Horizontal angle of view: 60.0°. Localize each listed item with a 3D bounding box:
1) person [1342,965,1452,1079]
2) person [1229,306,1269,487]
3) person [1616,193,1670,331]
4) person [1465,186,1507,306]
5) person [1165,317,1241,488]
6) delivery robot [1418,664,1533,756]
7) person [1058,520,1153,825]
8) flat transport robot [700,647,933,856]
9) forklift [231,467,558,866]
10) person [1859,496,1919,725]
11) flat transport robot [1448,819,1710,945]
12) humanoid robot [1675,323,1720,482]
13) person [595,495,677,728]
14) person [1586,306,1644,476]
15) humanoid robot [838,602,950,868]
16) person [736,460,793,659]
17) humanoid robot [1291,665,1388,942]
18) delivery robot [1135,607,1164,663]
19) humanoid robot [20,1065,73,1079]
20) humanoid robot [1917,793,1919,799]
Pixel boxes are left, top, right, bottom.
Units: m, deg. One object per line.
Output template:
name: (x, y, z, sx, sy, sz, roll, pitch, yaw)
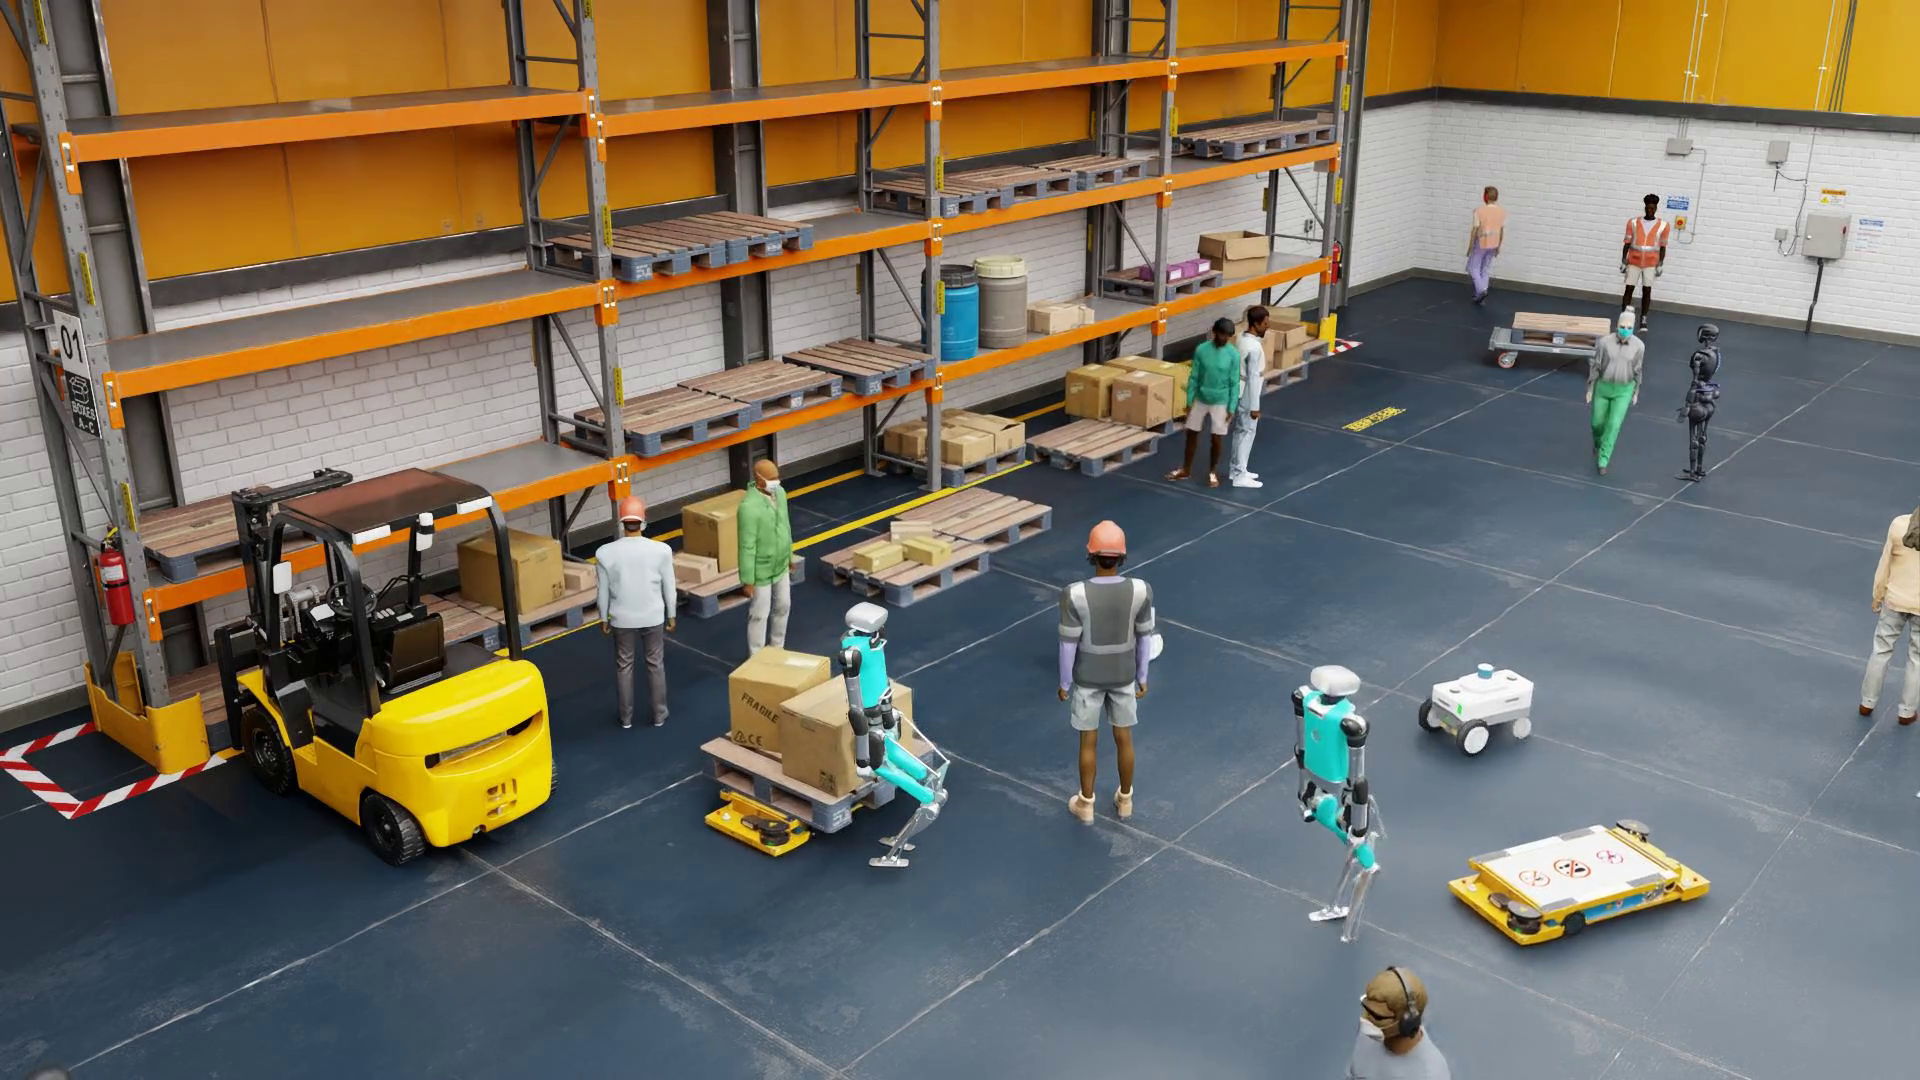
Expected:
person: (1.619, 2.481, 6.447, 0.443, 1.922, 0.634, -2, 20, -6)
person: (2.973, -1.483, 17.209, 0.400, 1.909, 0.598, -1, 20, -4)
person: (9.819, -3.993, 23.923, 0.603, 1.966, 0.367, 8, 22, 21)
person: (8.025, -4.483, 25.446, 0.594, 1.820, 0.445, -7, 21, -18)
person: (2.557, -1.436, 17.218, 0.692, 1.816, 0.396, 10, 22, 25)
delivery robot: (3.717, 1.194, 11.928, 0.801, 0.612, 0.499, -9, 22, -22)
person: (0.913, 0.856, 10.675, 0.607, 2.043, 0.395, -3, 20, -8)
flat transport robot: (-0.942, 1.655, 11.066, 0.659, 0.231, 1.431, 16, 26, 37)
forklift: (-3.730, 0.710, 10.856, 2.313, 2.155, 1.214, 17, 26, 38)
person: (6.907, 0.452, 12.033, 0.563, 1.868, 0.398, 13, 24, 32)
flat transport robot: (3.726, 2.048, 10.002, 1.431, 0.231, 0.659, -9, 22, -22)
humanoid robot: (7.748, -1.450, 17.426, 0.315, 1.657, 0.599, 18, 27, 40)
person: (-2.330, 0.522, 12.010, 0.572, 1.742, 0.352, -4, 21, -11)
person: (6.977, -1.642, 17.769, 0.543, 1.820, 0.741, 7, 21, 18)
humanoid robot: (-0.338, 1.198, 9.992, 0.735, 1.677, 0.533, 6, 21, 16)
person: (-1.497, 0.217, 12.804, 0.388, 1.776, 0.610, 10, 22, 24)
humanoid robot: (2.238, 1.519, 9.403, 0.779, 1.842, 0.537, -11, 23, -28)
delivery robot: (1.213, 0.727, 13.165, 0.792, 0.592, 0.499, -17, 26, -39)
humanoid robot: (-3.294, 2.681, 6.330, 0.593, 1.630, 0.786, 8, 22, 22)
humanoid robot: (6.806, 1.059, 10.590, 0.543, 1.761, 0.972, -17, 26, -38)
